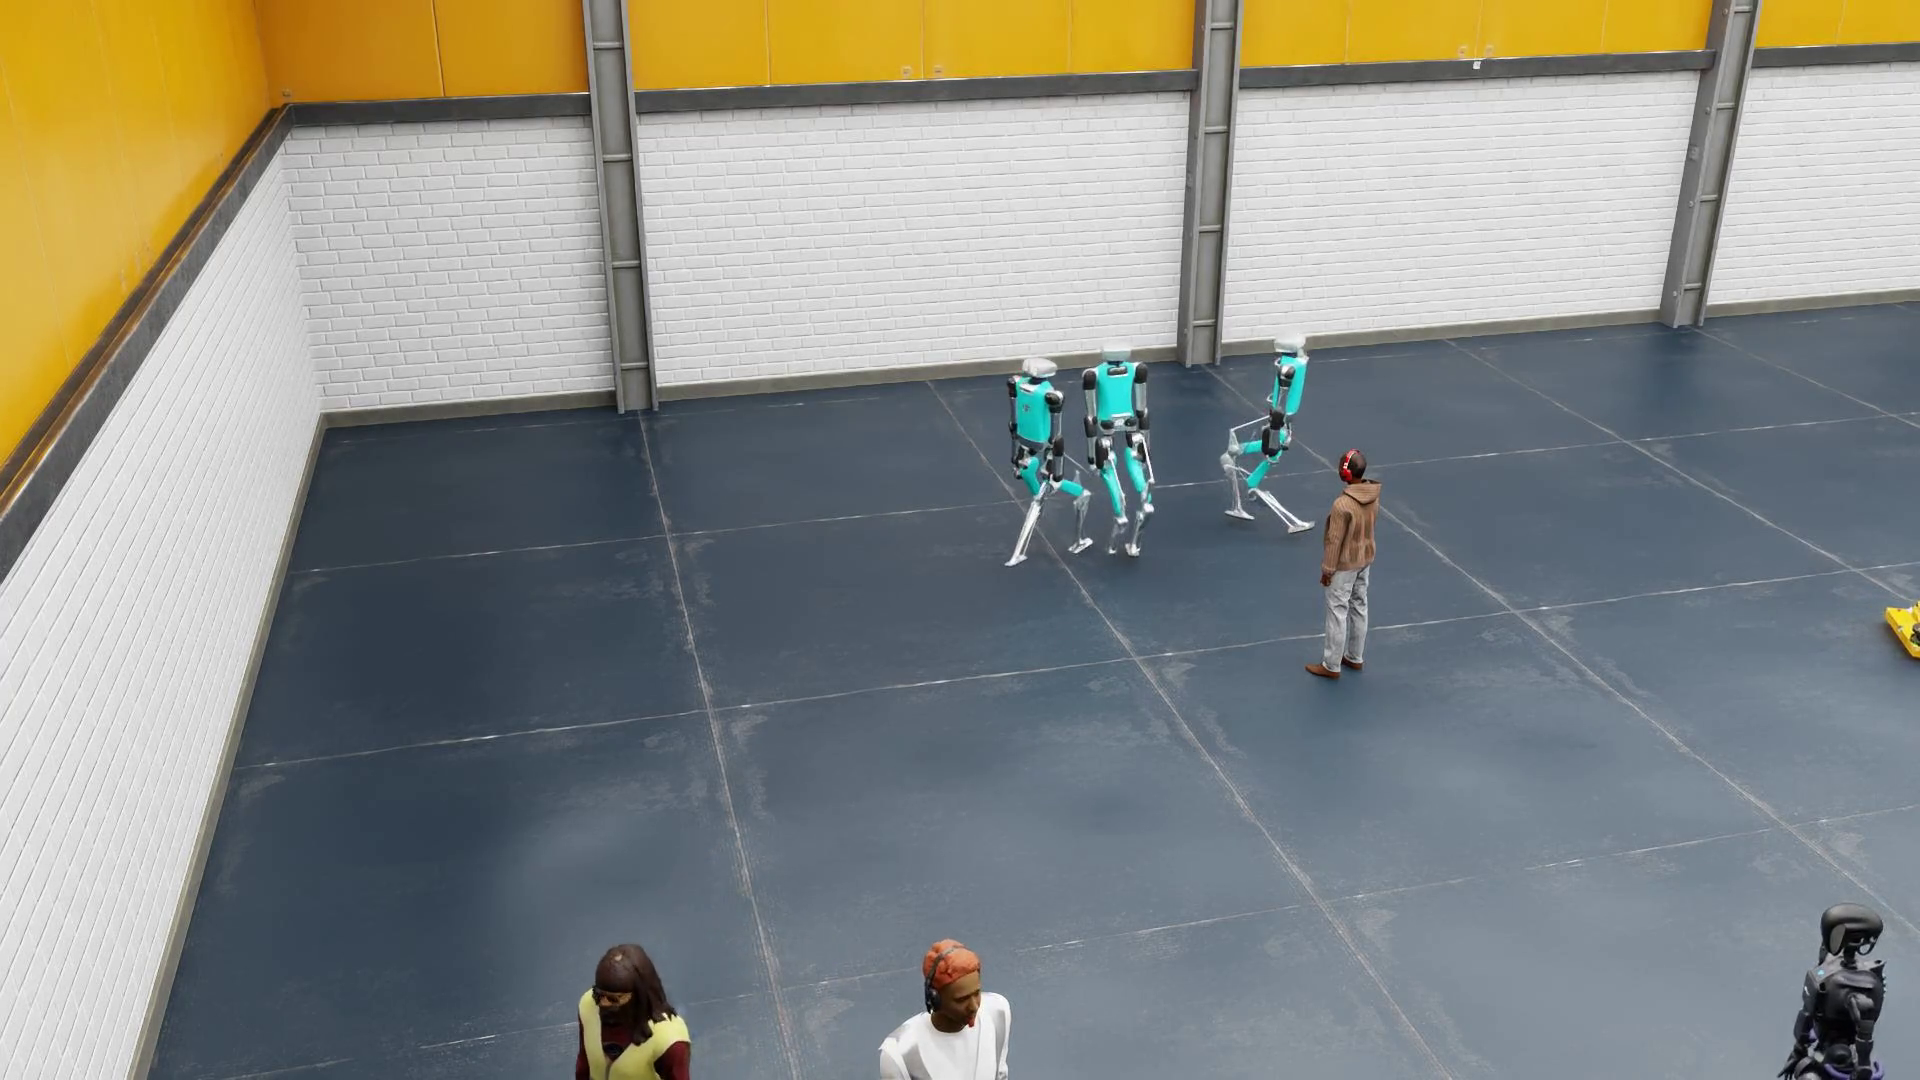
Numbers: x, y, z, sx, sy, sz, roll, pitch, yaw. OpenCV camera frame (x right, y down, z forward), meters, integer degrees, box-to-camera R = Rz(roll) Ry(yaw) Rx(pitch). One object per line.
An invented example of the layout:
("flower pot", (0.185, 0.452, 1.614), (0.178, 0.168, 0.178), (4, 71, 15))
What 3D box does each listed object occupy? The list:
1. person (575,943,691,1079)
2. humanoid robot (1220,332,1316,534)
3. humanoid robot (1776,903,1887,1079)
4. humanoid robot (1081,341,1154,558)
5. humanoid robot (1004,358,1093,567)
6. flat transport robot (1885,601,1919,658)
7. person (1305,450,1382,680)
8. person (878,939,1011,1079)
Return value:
("person", (-1.201, 2.241, 6.450), (0.472, 1.741, 0.814), (15, 28, 30))
("humanoid robot", (2.452, -0.853, 13.467), (1.013, 1.737, 0.554), (10, 26, 22))
("humanoid robot", (3.438, 2.187, 6.685), (0.741, 1.631, 0.612), (3, 24, 7))
("humanoid robot", (1.282, -0.590, 12.902), (0.553, 1.791, 0.780), (-6, 24, -13))
("humanoid robot", (0.788, -0.641, 13.034), (0.933, 1.761, 0.560), (-22, 32, -40))
("flat transport robot", (7.454, 0.679, 11.818), (1.431, 0.231, 0.659), (5, 24, 10))
("person", (2.628, 0.174, 11.257), (0.462, 1.648, 0.327), (-19, 30, -36))
("person", (-0.031, 2.291, 6.155), (0.573, 1.884, 0.356), (-18, 30, -35))
